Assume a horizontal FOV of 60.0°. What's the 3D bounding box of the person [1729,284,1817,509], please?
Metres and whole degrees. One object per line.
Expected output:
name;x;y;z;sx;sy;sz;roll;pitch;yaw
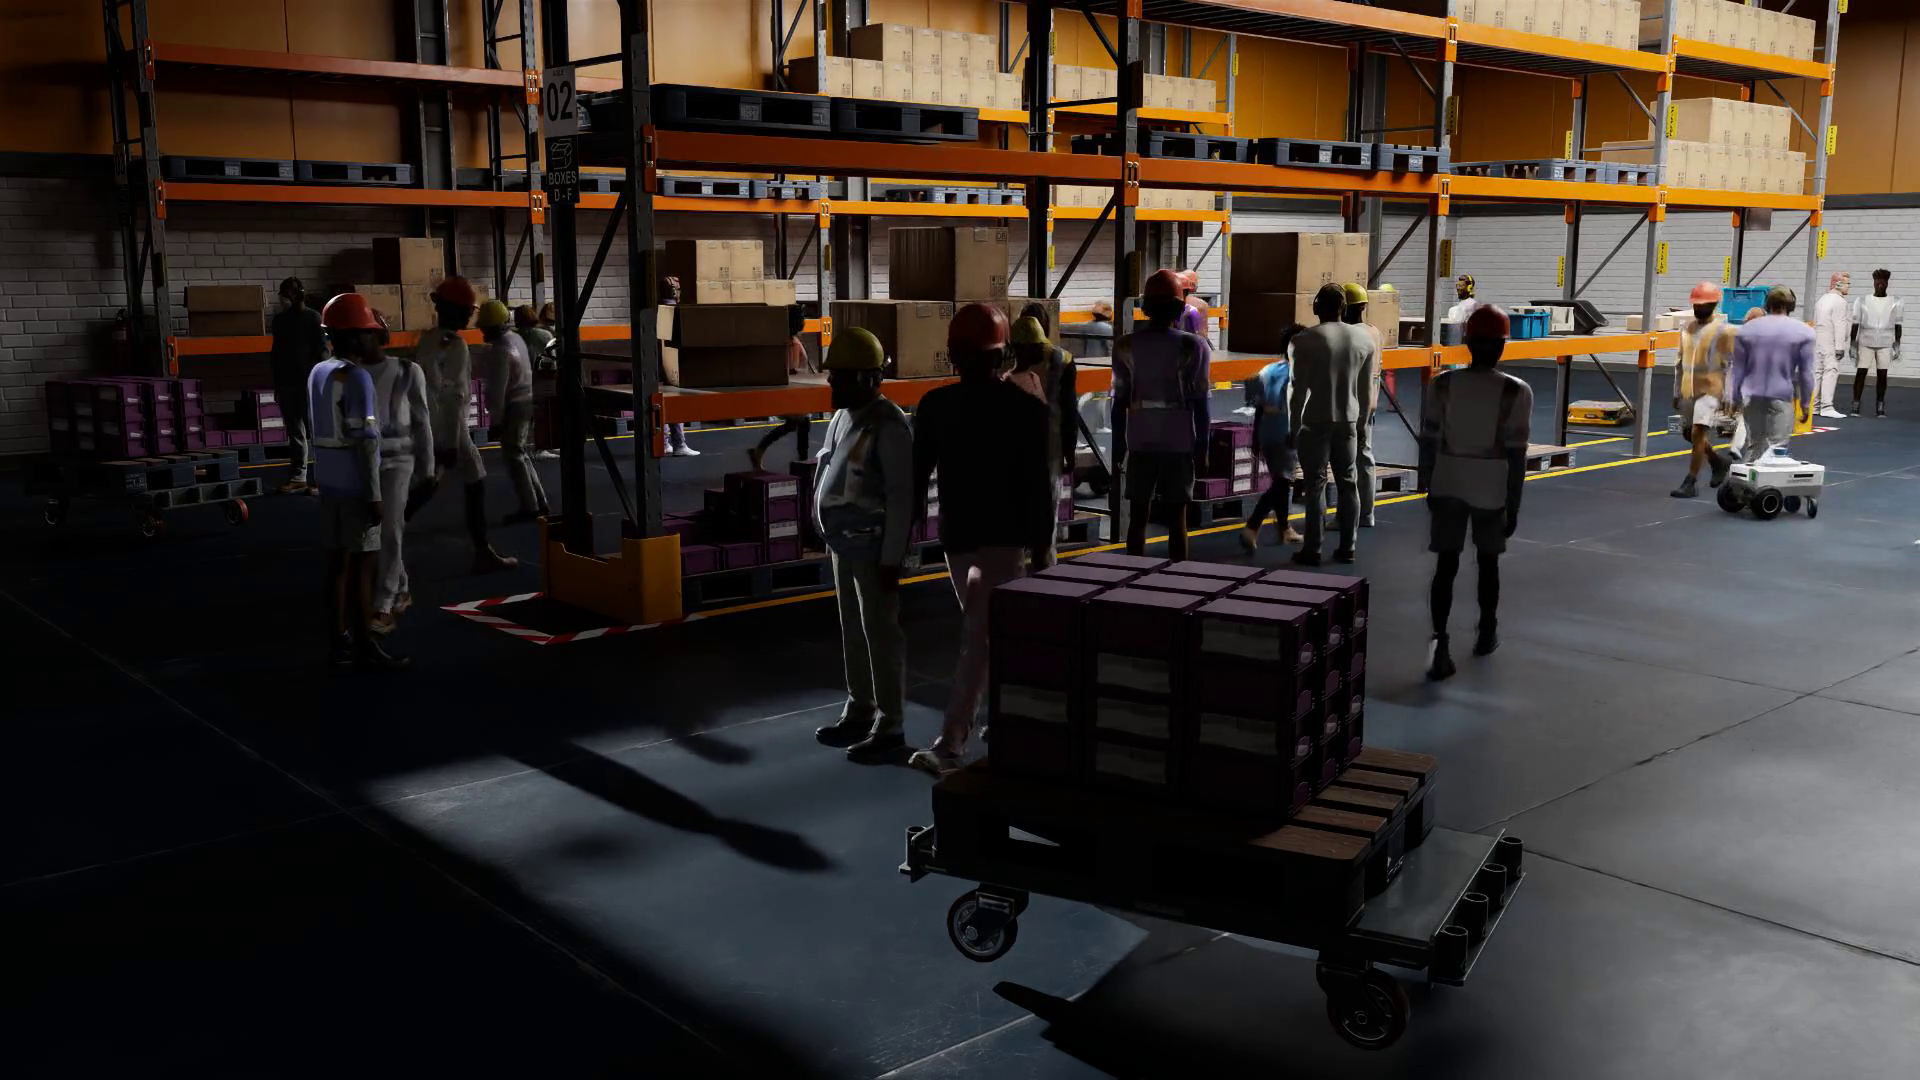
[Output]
person;6.646;-1.151;13.722;0.646;1.907;0.747;8;13;40

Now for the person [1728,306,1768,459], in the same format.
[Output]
person;8.315;-1.655;17.512;0.835;1.601;0.527;-8;12;-38

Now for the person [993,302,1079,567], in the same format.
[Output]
person;0.450;-0.586;10.592;0.632;1.836;0.430;3;10;19

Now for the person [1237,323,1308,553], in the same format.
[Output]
person;2.271;-0.725;11.950;0.803;1.647;0.532;-6;12;-33

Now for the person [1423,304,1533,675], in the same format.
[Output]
person;2.639;-0.264;8.566;0.548;1.892;1.028;4;11;25

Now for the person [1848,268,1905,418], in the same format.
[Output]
person;12.062;-2.589;21.918;0.612;1.962;0.363;4;11;24

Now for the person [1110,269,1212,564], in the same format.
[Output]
person;1.198;-0.577;9.897;0.611;2.047;0.361;4;10;21

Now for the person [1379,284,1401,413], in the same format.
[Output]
person;5.758;-2.613;22.681;0.540;1.752;0.383;9;13;41

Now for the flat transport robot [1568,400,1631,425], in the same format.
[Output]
flat transport robot;8.163;-1.638;21.305;0.652;0.197;1.431;5;11;28

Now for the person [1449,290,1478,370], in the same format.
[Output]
person;6.857;-2.619;22.676;0.526;1.767;0.326;9;14;44

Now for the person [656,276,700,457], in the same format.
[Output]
person;-3.062;-1.840;17.707;0.410;1.908;0.642;-10;14;-44

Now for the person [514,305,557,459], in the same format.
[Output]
person;-4.491;-1.642;17.396;0.554;1.622;0.341;1;10;9

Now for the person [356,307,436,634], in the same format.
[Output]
person;-3.354;-0.414;9.586;0.586;1.838;0.956;1;10;6

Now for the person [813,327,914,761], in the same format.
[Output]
person;-0.419;0.015;7.059;0.404;1.829;0.600;-5;11;-27

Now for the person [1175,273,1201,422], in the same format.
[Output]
person;2.370;-1.917;18.061;0.372;1.939;0.544;-5;11;-29

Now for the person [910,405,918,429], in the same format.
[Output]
person;-0.320;-2.158;19.598;0.835;1.902;0.587;-6;11;-32

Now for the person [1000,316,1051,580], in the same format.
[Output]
person;0.388;-0.454;9.999;0.314;1.769;0.524;4;10;20

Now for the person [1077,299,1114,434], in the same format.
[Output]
person;1.593;-2.060;19.842;0.515;1.612;0.526;-7;12;-36

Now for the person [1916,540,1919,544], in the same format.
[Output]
person;7.320;-0.794;12.077;0.338;1.745;0.492;-4;10;-22

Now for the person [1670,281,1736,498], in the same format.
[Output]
person;6.637;-1.340;14.779;0.818;1.910;0.563;-5;11;-28

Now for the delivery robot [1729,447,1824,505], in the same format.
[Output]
delivery robot;6.691;-0.516;13.629;0.707;0.478;0.477;-2;10;-12

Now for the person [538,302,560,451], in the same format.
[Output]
person;-4.484;-1.789;18.243;0.502;1.628;0.288;7;12;36

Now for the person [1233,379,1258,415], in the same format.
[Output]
person;3.877;-2.616;22.304;0.500;1.897;0.589;-6;11;-30

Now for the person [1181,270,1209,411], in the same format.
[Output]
person;2.770;-2.314;20.360;0.640;1.958;0.850;5;11;29

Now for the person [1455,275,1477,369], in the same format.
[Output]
person;6.715;-2.599;22.241;0.326;1.877;0.520;0;10;0

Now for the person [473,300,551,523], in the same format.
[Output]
person;-3.587;-1.016;13.229;0.467;1.786;0.620;0;10;-1

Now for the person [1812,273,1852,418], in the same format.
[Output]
person;11.553;-2.571;21.995;0.399;1.904;0.644;1;10;5

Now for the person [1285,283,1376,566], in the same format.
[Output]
person;2.529;-0.787;11.446;0.629;1.939;0.374;-2;10;-12

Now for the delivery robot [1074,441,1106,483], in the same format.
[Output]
delivery robot;0.951;-0.714;14.777;0.707;0.478;0.477;-7;12;-38

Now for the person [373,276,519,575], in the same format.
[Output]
person;-3.446;-0.721;10.890;0.993;2.008;0.630;-9;13;-42

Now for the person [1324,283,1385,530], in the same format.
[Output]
person;3.037;-1.029;12.929;0.589;1.919;0.393;-8;13;-41

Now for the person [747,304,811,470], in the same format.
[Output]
person;-1.674;-1.432;15.980;0.677;1.672;0.536;-3;10;-15

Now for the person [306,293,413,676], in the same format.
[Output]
person;-3.089;-0.282;8.489;0.547;1.938;0.378;9;13;43

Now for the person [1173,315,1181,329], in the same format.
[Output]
person;1.985;-1.405;15.961;0.377;1.622;0.551;-7;12;-35

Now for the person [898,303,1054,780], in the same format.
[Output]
person;0.052;-0.016;6.955;0.626;1.928;1.075;6;11;32

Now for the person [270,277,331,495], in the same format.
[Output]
person;-5.882;-1.365;14.832;0.635;1.939;0.367;4;10;22
